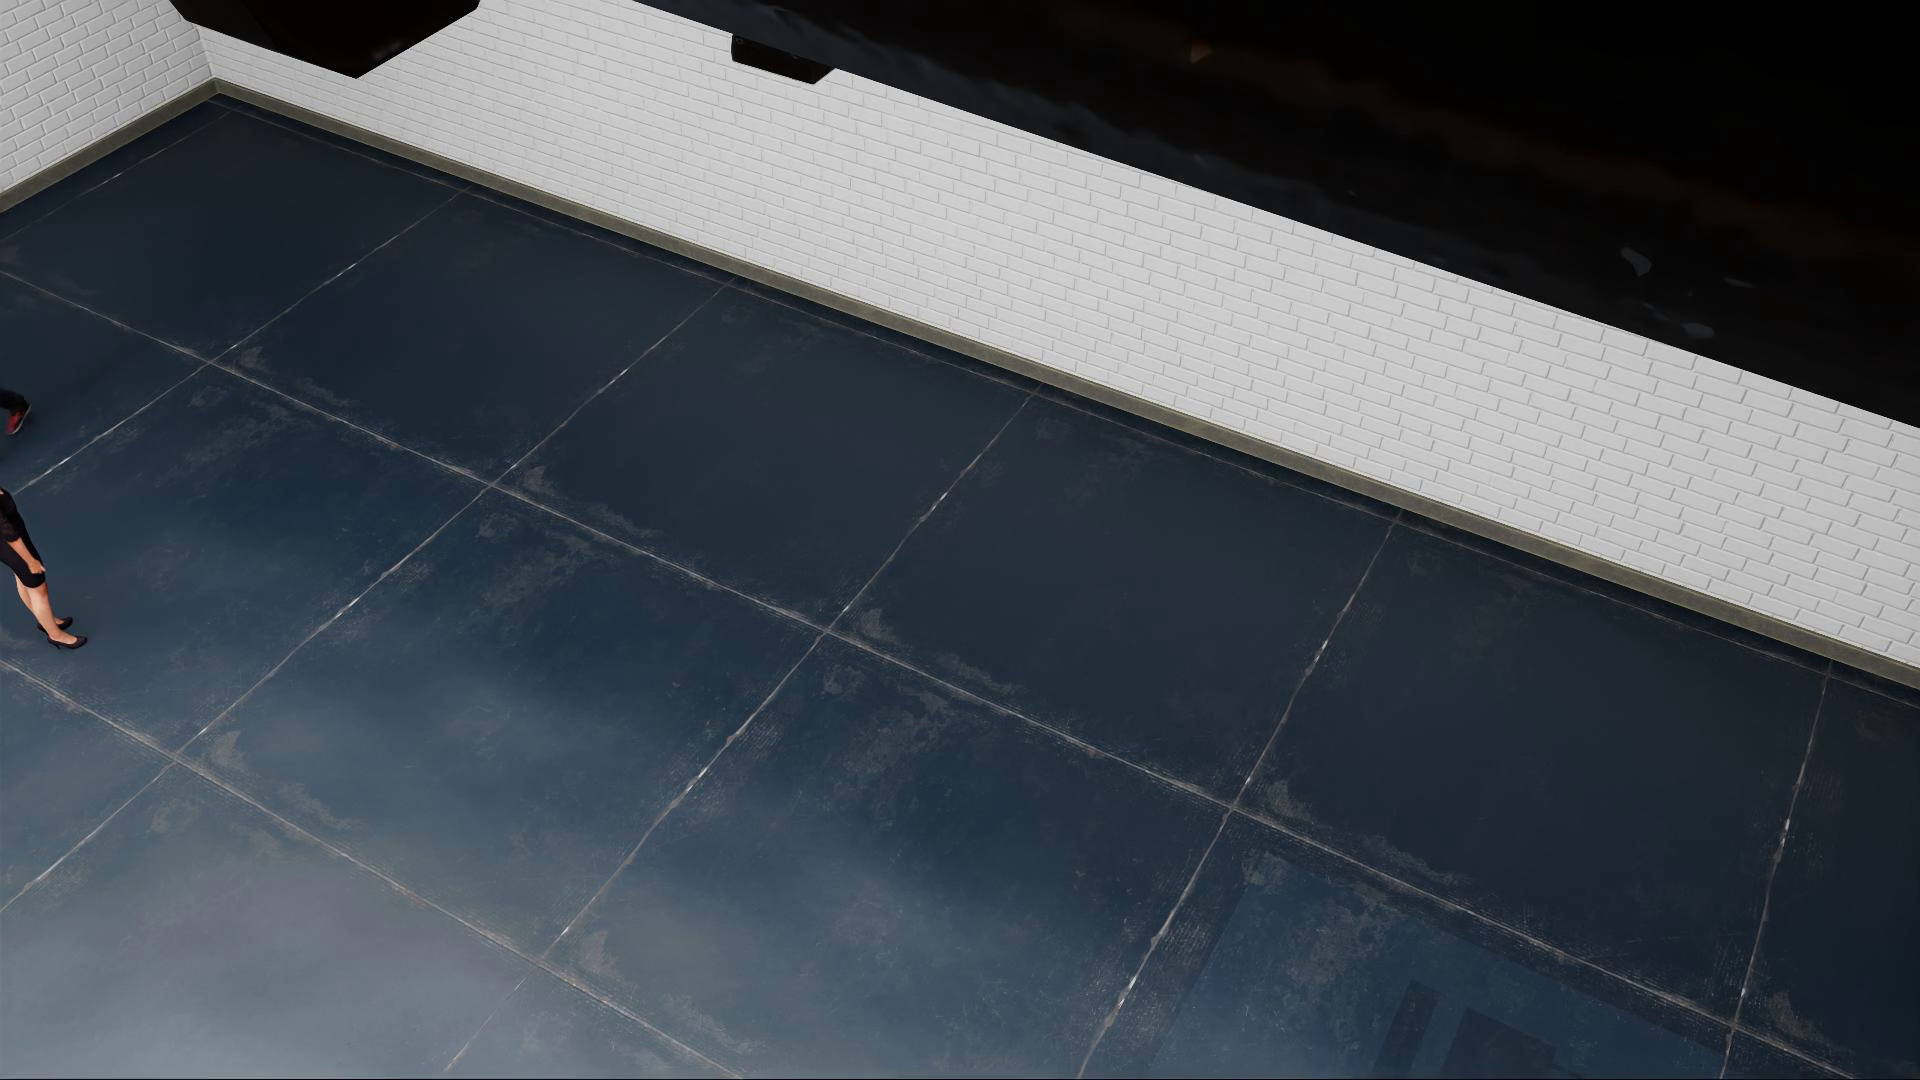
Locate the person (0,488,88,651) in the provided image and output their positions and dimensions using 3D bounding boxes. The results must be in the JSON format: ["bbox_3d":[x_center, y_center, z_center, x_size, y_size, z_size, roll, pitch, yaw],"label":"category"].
[{"bbox_3d":[-6.108,0.059,10.744,0.560,1.677,0.599,-31,52,-29],"label":"person"}]
